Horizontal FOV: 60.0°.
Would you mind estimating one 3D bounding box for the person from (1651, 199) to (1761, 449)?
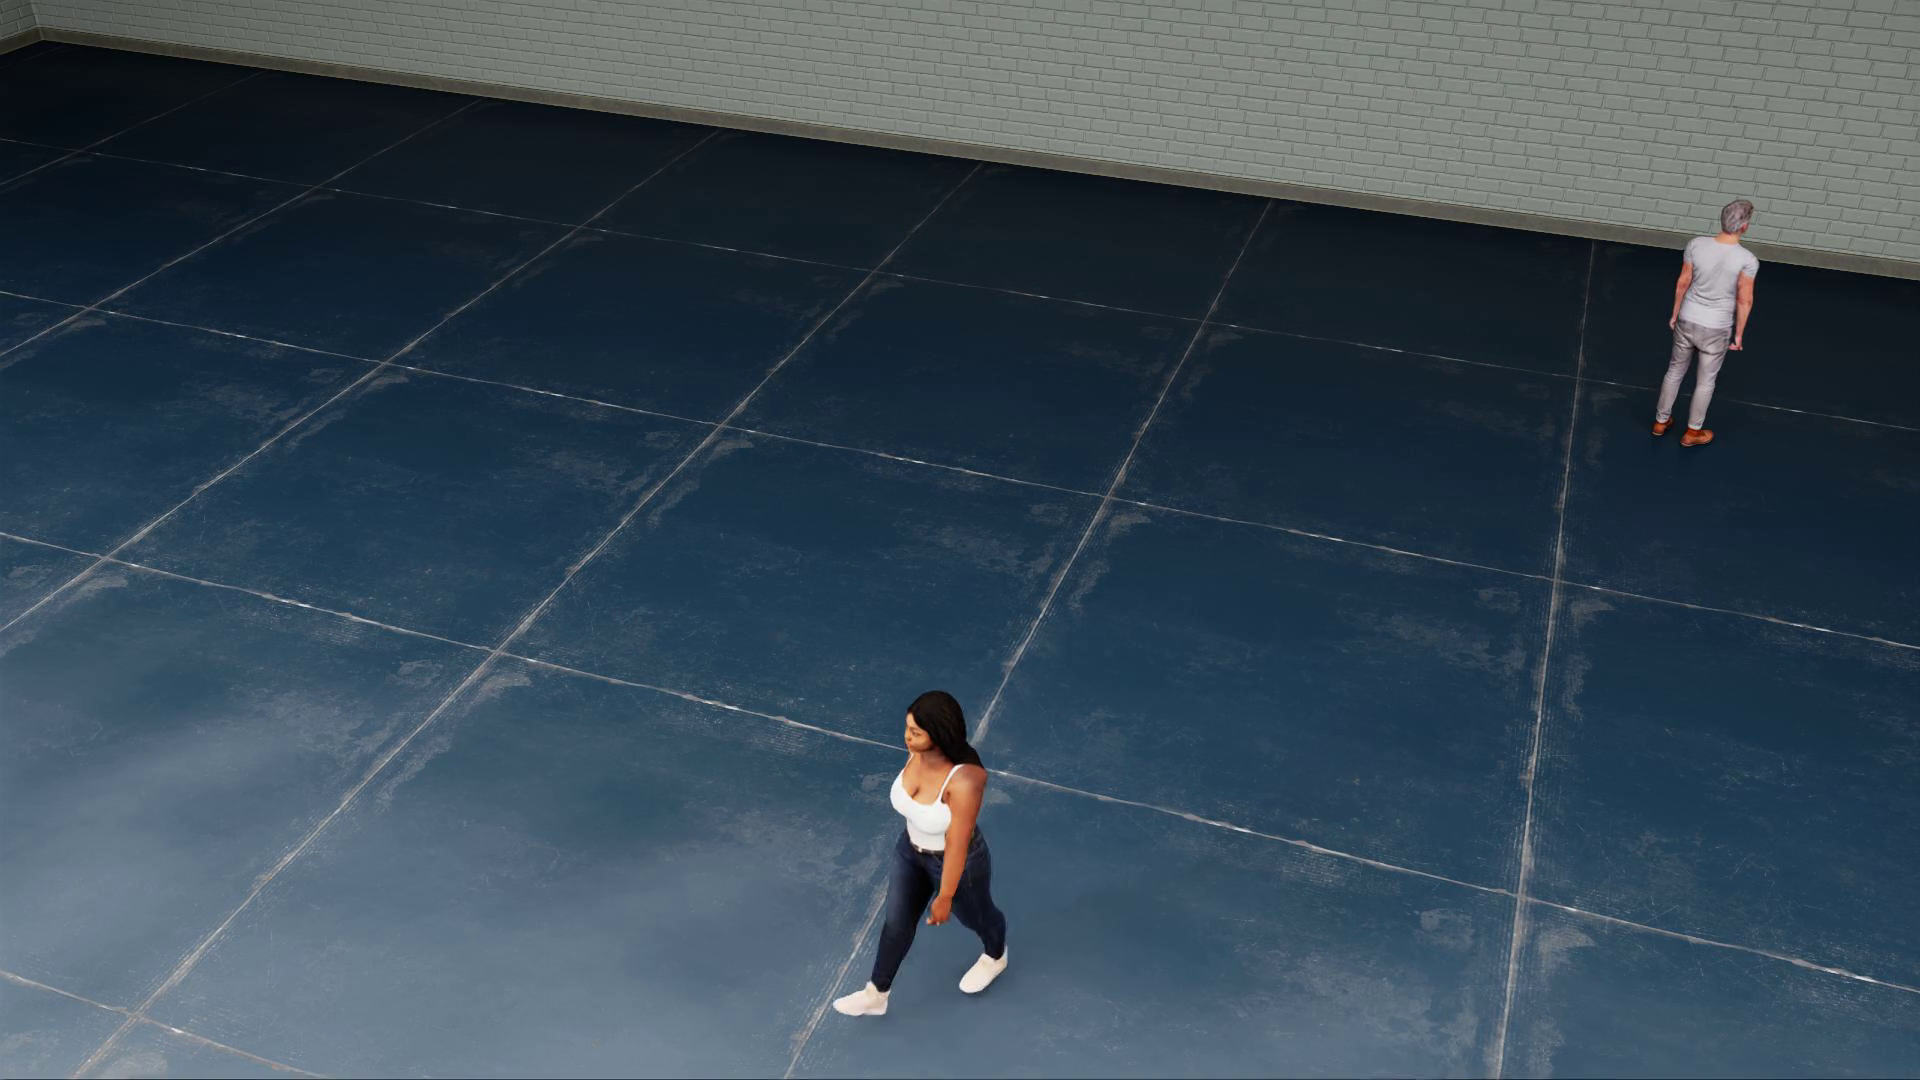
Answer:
[{"bbox_3d":[5.297,-1.541,11.826,0.735,1.828,0.768,-26,41,-34],"label":"person"}]

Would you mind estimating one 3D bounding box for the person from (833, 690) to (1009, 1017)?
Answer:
[{"bbox_3d":[0.017,1.387,7.381,1.213,1.765,1.050,-22,39,-30],"label":"person"}]
